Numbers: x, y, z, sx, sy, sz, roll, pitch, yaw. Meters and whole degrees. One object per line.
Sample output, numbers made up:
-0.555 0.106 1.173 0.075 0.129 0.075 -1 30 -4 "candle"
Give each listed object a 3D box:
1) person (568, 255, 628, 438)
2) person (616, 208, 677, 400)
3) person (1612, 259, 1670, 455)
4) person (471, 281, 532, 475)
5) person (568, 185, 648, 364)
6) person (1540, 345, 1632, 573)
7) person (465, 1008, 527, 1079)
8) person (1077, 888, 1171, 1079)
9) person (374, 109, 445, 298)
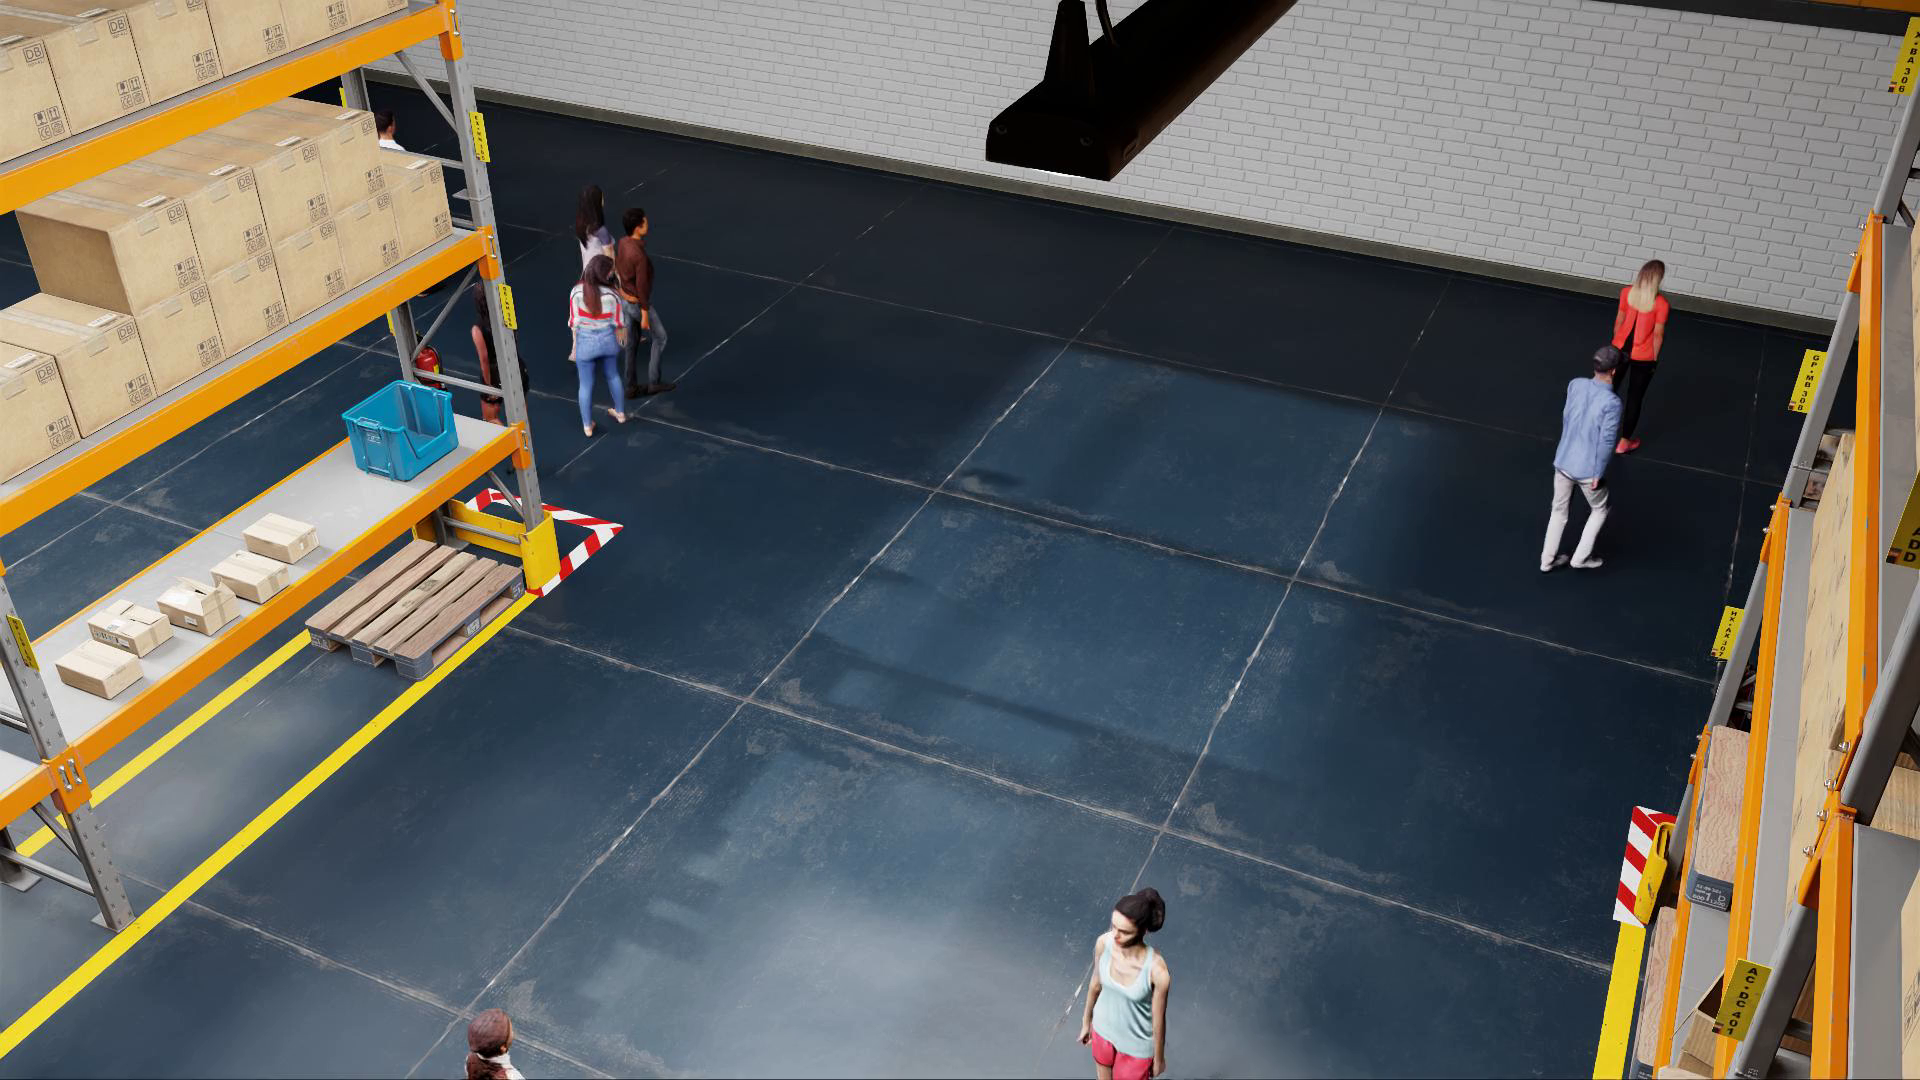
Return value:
-3.031 -1.649 14.077 0.741 1.587 0.796 -17 37 -24 "person"
-2.896 -2.019 14.478 0.837 1.760 0.815 -23 40 -30 "person"
5.581 -1.537 13.811 0.664 1.694 0.663 -26 41 -33 "person"
-3.582 -1.246 13.344 0.716 1.727 0.637 23 40 30 "person"
-3.317 -2.361 15.070 1.171 1.672 0.903 -25 41 -32 "person"
4.490 -0.549 12.163 0.859 1.874 0.809 -20 38 -27 "person"
-2.091 2.756 7.493 0.614 1.539 0.906 21 39 29 "person"
0.840 2.330 7.940 0.711 1.753 0.793 27 42 35 "person"
-5.506 -3.296 16.300 0.641 1.868 0.591 10 35 15 "person"
